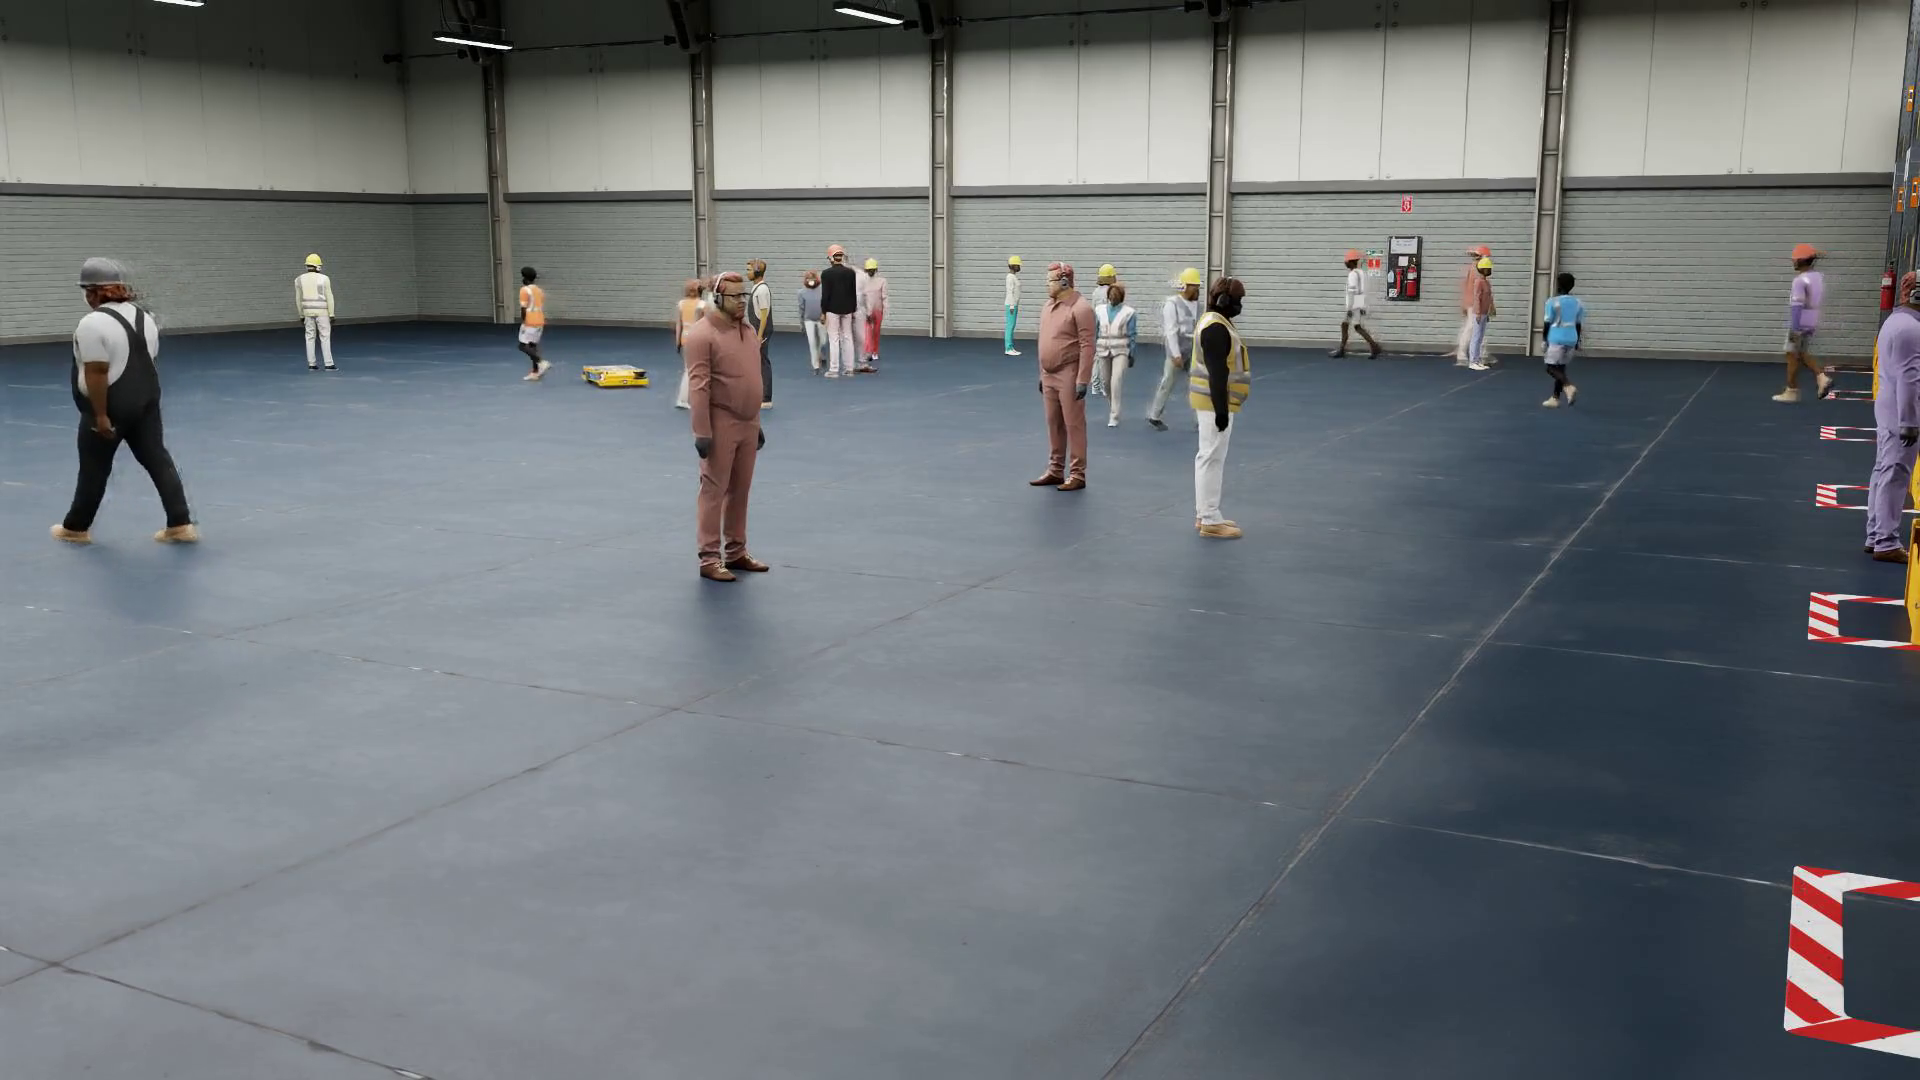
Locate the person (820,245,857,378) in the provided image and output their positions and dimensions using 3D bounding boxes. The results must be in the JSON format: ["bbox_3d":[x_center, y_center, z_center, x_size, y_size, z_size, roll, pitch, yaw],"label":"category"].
[{"bbox_3d":[-1.841,-3.438,25.032,0.623,1.983,0.405,-7,13,-35],"label":"person"}]

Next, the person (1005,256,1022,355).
[{"bbox_3d":[0.963,-4.173,29.641,0.318,1.766,0.534,2,11,9],"label":"person"}]

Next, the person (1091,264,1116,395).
[{"bbox_3d":[1.963,-2.809,22.258,0.285,1.746,0.492,-7,12,-33],"label":"person"}]

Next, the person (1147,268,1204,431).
[{"bbox_3d":[2.392,-2.027,17.907,0.596,1.788,0.943,-8,13,-36],"label":"person"}]

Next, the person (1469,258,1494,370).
[{"bbox_3d":[8.302,-3.589,26.452,0.311,1.769,0.525,6,12,31],"label":"person"}]

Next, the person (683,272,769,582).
[{"bbox_3d":[-1.420,-0.708,10.358,0.402,1.906,0.652,6,12,28],"label":"person"}]

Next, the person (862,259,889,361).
[{"bbox_3d":[-1.484,-3.908,28.324,0.525,1.720,0.912,-2,11,-11],"label":"person"}]

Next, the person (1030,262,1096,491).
[{"bbox_3d":[0.851,-1.366,13.966,0.399,1.903,0.643,-6,12,-31],"label":"person"}]

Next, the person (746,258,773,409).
[{"bbox_3d":[-2.471,-2.532,20.473,0.343,1.847,0.507,-2,11,-10],"label":"person"}]

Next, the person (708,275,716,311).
[{"bbox_3d":[-3.104,-2.643,21.715,0.709,1.604,0.539,0,10,-2],"label":"person"}]

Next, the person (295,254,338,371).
[{"bbox_3d":[-10.101,-3.559,26.134,0.586,1.823,0.403,1,10,5],"label":"person"}]

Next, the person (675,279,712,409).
[{"bbox_3d":[-3.255,-2.425,20.586,0.534,1.582,0.905,7,12,33],"label":"person"}]

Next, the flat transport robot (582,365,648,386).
[{"bbox_3d":[-4.976,-2.376,23.915,0.652,0.197,1.431,-5,11,-23],"label":"flat transport robot"}]

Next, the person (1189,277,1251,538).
[{"bbox_3d":[1.848,-0.944,11.842,0.430,1.838,0.619,1,10,6],"label":"person"}]

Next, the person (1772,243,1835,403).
[{"bbox_3d":[10.705,-2.726,21.039,0.641,2.029,0.621,-8,13,-37],"label":"person"}]

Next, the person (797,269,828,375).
[{"bbox_3d":[-2.215,-3.347,25.539,0.546,1.609,0.487,0,10,-2],"label":"person"}]

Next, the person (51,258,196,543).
[{"bbox_3d":[-5.812,-0.980,11.477,1.040,2.000,0.691,3,11,16],"label":"person"}]

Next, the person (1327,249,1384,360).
[{"bbox_3d":[6.852,-4.042,28.602,0.936,1.898,0.546,5,11,24],"label":"person"}]

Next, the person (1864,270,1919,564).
[{"bbox_3d":[6.201,-0.805,10.891,0.408,1.909,0.638,4,11,21],"label":"person"}]

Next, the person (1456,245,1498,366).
[{"bbox_3d":[8.550,-3.824,27.191,0.885,1.952,0.628,0,10,-1],"label":"person"}]

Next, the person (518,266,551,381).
[{"bbox_3d":[-6.209,-3.141,24.231,0.421,1.678,0.546,3,11,14],"label":"person"}]

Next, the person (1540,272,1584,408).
[{"bbox_3d":[7.408,-2.434,20.375,0.541,1.677,0.647,-4,11,-19],"label":"person"}]

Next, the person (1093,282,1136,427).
[{"bbox_3d":[1.748,-2.103,18.762,0.521,1.612,0.699,5,11,24],"label":"person"}]

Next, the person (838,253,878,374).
[{"bbox_3d":[-1.651,-3.480,25.602,0.793,1.864,0.469,-2,11,-11],"label":"person"}]
